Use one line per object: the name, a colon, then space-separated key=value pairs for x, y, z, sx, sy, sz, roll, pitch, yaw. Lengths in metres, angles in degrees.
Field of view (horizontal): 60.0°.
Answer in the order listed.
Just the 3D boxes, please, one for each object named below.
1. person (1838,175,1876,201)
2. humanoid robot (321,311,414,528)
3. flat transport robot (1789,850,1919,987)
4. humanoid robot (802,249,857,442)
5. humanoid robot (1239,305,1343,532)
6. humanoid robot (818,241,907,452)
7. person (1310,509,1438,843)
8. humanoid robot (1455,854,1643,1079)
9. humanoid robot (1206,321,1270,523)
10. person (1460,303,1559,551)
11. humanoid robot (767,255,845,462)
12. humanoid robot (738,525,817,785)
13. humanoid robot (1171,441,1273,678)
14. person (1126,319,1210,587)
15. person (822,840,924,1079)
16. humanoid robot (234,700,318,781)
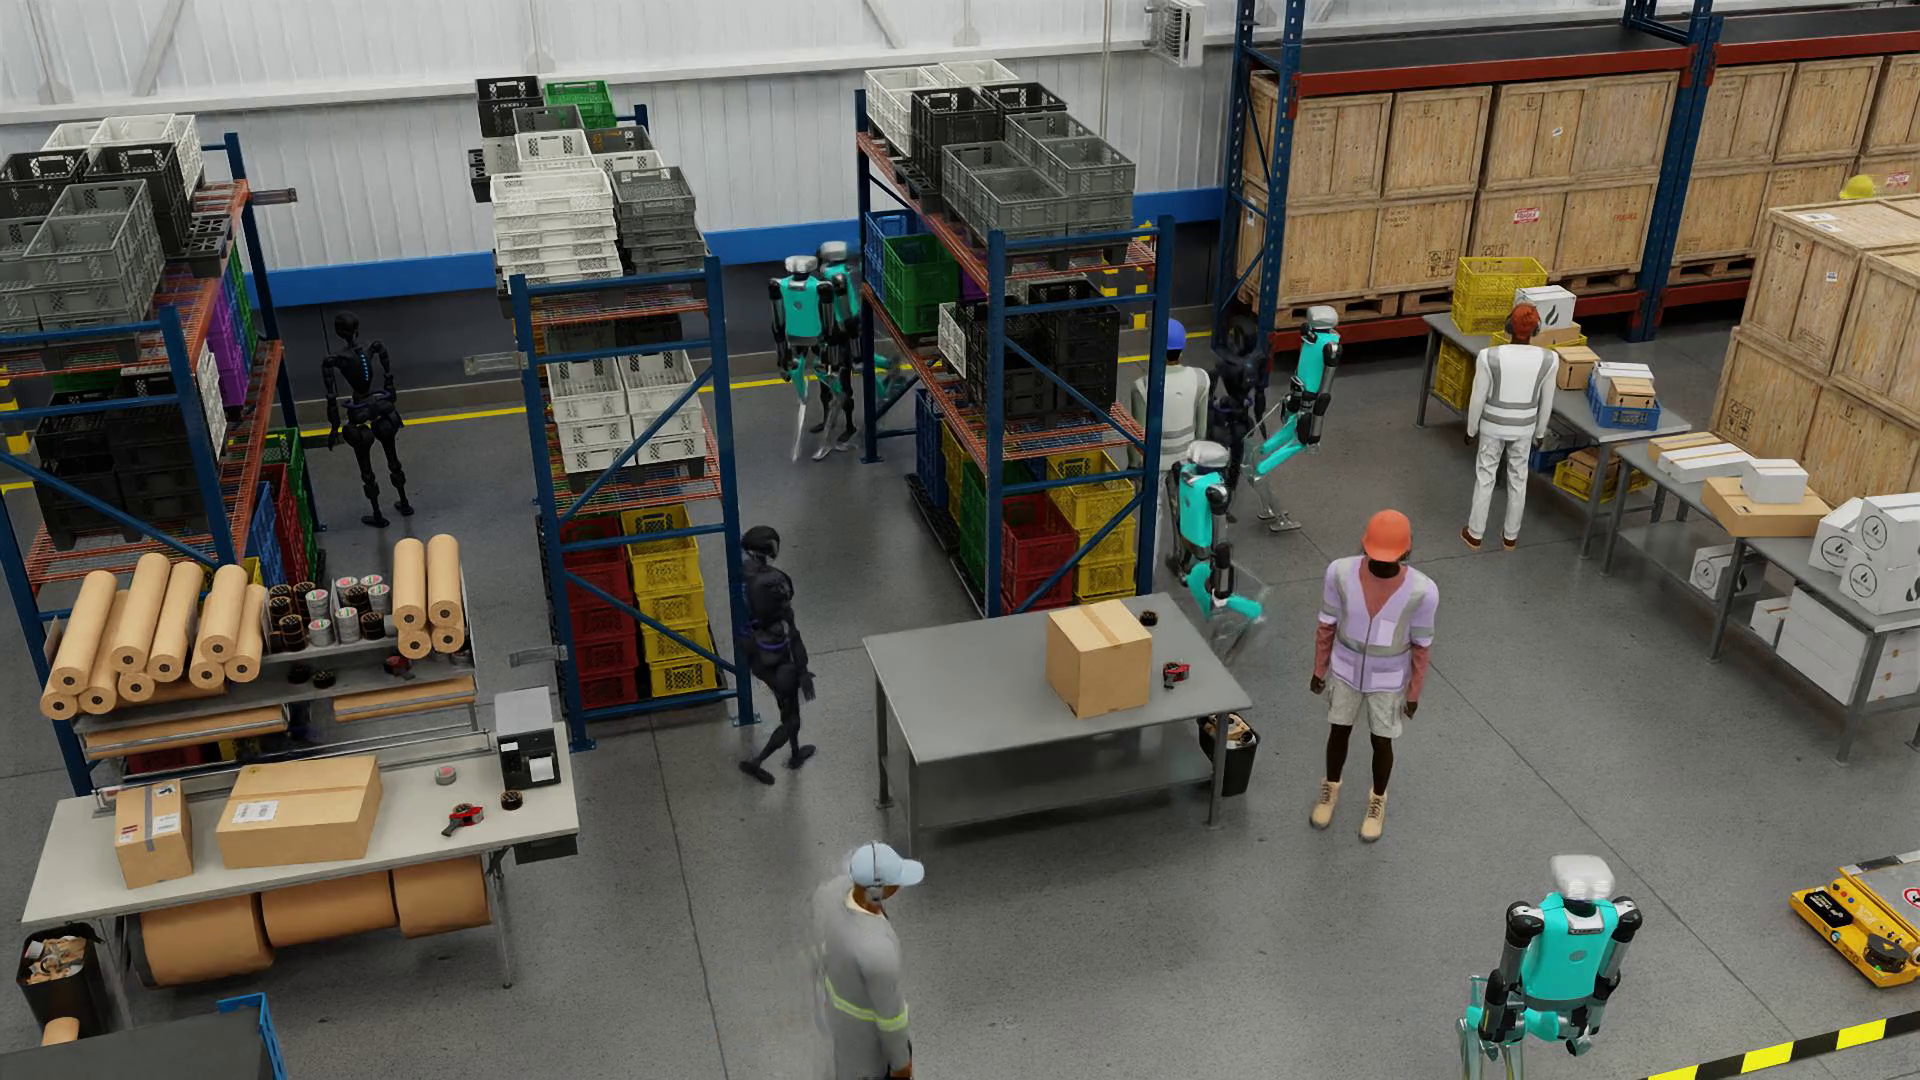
person: x=7.949 y=-2.416 z=14.974 sx=0.825 sy=1.789 sz=0.598 roll=-1 pitch=29 yaw=-3
humanoid robot: x=-4.406 y=-0.903 z=12.326 sx=0.315 sy=1.657 sz=0.599 roll=23 pitch=36 yaw=35
flat transport robot: x=5.163 y=1.916 z=8.676 sx=1.431 sy=0.231 sz=0.659 roll=-8 pitch=30 yaw=-14
humanoid robot: x=-1.042 y=-1.613 z=13.623 sx=0.599 sy=1.653 sz=0.315 roll=21 pitch=35 yaw=34
humanoid robot: x=2.340 y=-0.870 z=12.118 sx=0.736 sy=1.690 sz=0.530 roll=-6 pitch=29 yaw=-10
humanoid robot: x=-0.709 y=-1.578 z=13.514 sx=0.843 sy=1.752 sz=0.541 roll=-6 pitch=29 yaw=-11
person: x=2.200 y=0.735 z=8.999 sx=0.608 sy=2.038 sz=0.402 roll=14 pitch=32 yaw=24
humanoid robot: x=2.397 y=1.890 z=7.058 sx=0.533 sy=1.677 sz=0.735 roll=-2 pitch=29 yaw=-4
humanoid robot: x=2.009 y=-0.857 z=12.277 sx=0.612 sy=1.652 sz=0.349 roll=-16 pitch=33 yaw=-27
person: x=3.915 y=-0.793 z=11.929 sx=0.574 sy=1.882 sz=0.361 roll=4 pitch=29 yaw=6
humanoid robot: x=-1.171 y=-1.480 z=13.316 sx=0.540 sy=1.783 sz=0.662 roll=6 pitch=29 yaw=12
humanoid robot: x=-1.073 y=0.659 z=9.525 sx=0.554 sy=1.640 sz=0.601 roll=-20 pitch=35 yaw=-32
humanoid robot: x=1.660 y=0.228 z=10.322 sx=0.733 sy=1.888 sz=0.549 roll=-12 pitch=31 yaw=-20
person: x=1.411 y=-0.596 z=11.504 sx=0.614 sy=1.945 sz=0.402 roll=-12 pitch=31 yaw=-20
person: x=-0.440 y=2.001 z=6.922 sx=0.875 sy=1.814 sz=0.587 roll=-10 pitch=30 yaw=-17
humanoid robot: x=-3.437 y=1.193 z=8.542 sx=0.519 sy=1.643 sz=0.600 roll=6 pitch=29 yaw=10
